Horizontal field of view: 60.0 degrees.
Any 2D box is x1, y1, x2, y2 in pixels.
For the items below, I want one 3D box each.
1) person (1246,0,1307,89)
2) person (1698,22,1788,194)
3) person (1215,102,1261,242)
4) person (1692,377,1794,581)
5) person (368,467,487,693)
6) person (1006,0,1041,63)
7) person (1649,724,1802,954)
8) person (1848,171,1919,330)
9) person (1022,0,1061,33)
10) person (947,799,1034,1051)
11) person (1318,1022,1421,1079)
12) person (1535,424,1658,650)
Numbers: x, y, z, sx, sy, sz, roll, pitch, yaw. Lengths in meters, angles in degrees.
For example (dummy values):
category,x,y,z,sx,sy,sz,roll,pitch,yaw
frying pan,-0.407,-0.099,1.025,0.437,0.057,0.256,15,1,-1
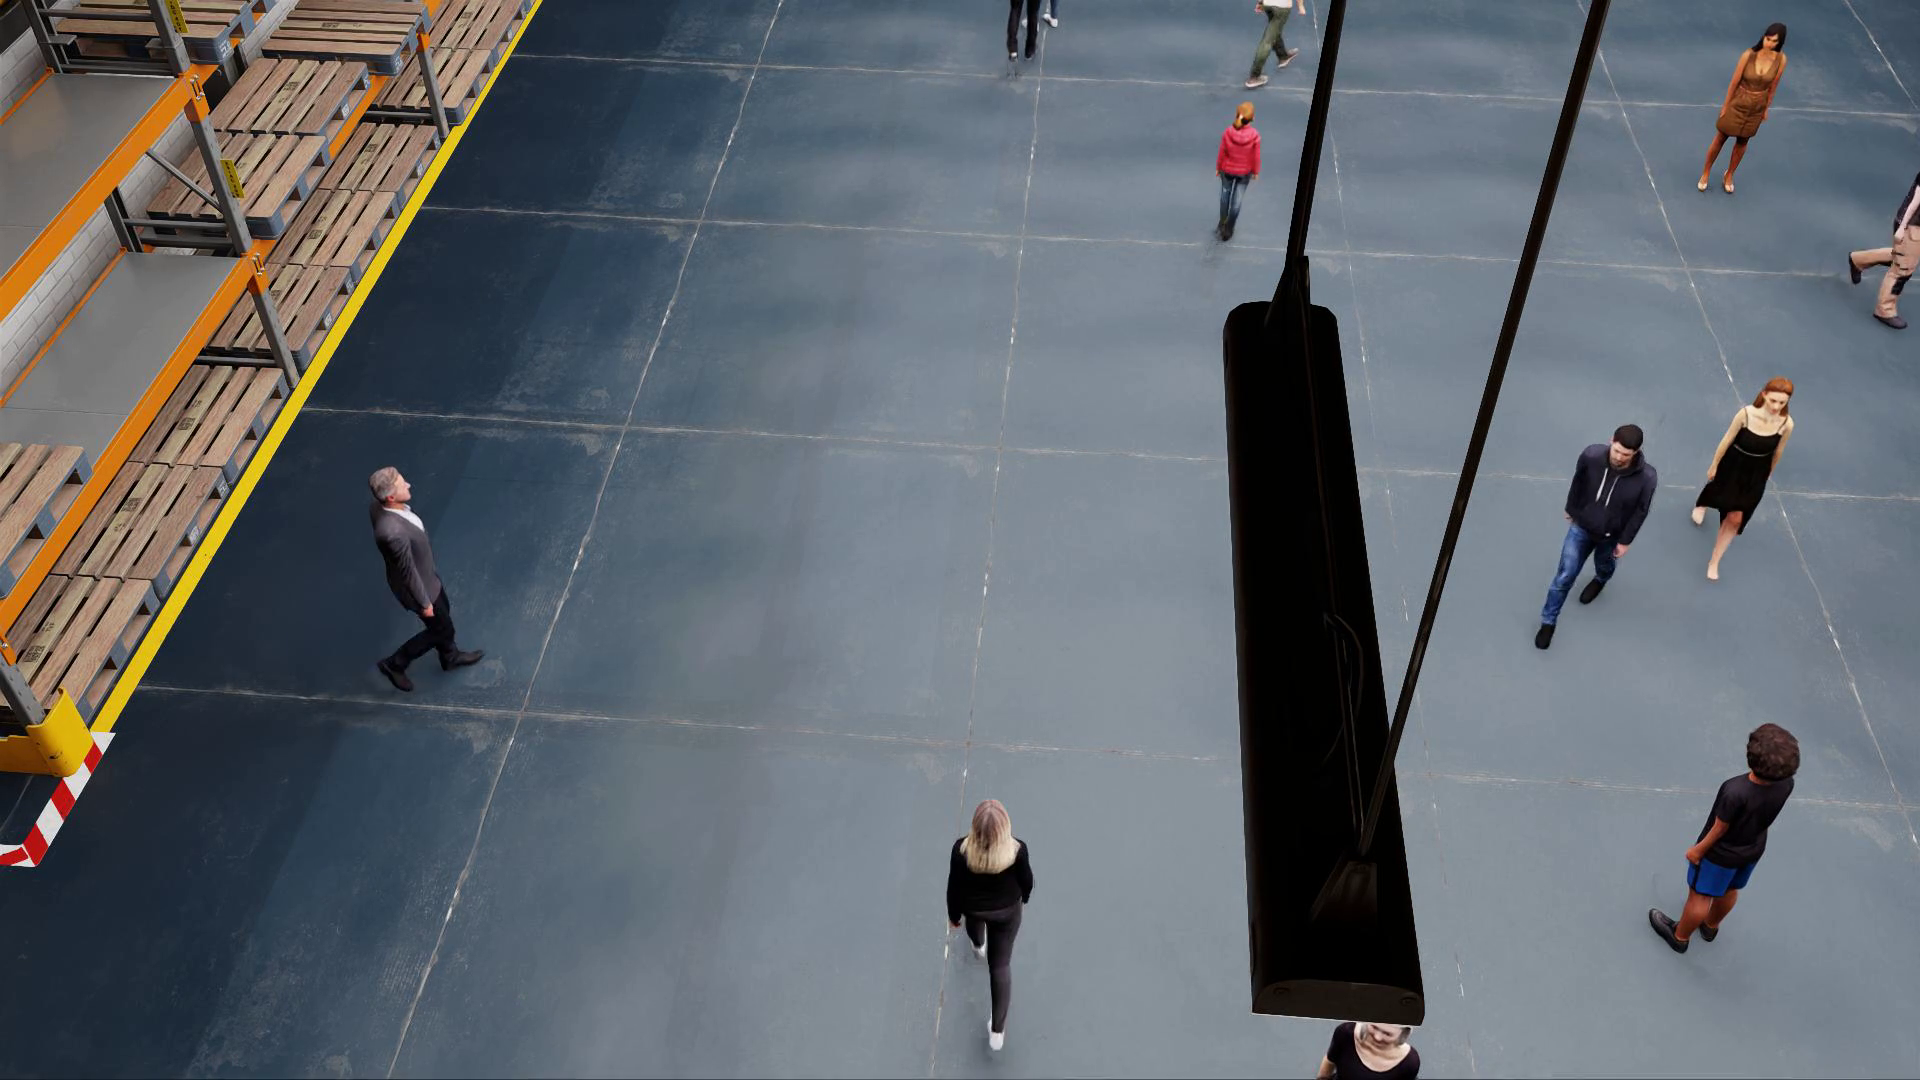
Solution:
category,x,y,z,sx,sy,sz,roll,pitch,yaw
person,3.141,-5.342,16.774,1.057,1.616,1.031,-27,50,-25
person,7.220,-3.977,15.292,0.580,1.684,0.529,8,44,8
person,2.445,-3.249,14.800,0.598,1.308,0.625,14,45,15
person,5.512,-0.537,11.744,0.762,1.596,1.105,14,45,14
person,-3.572,0.283,10.721,1.019,1.820,1.006,-16,46,-16
person,0.660,-5.698,17.021,0.749,1.790,0.952,13,45,13
person,4.303,1.688,9.264,0.675,1.795,0.680,-13,45,-13
person,7.895,-2.687,13.840,1.032,1.819,1.141,-23,48,-23
person,0.892,-6.285,17.680,0.686,1.731,0.711,-22,48,-22
person,0.165,2.065,8.976,0.695,1.647,1.167,0,44,0
person,1.934,2.753,8.122,0.644,1.829,0.615,19,47,19
person,4.328,-0.134,11.141,1.049,1.844,1.270,28,50,26
